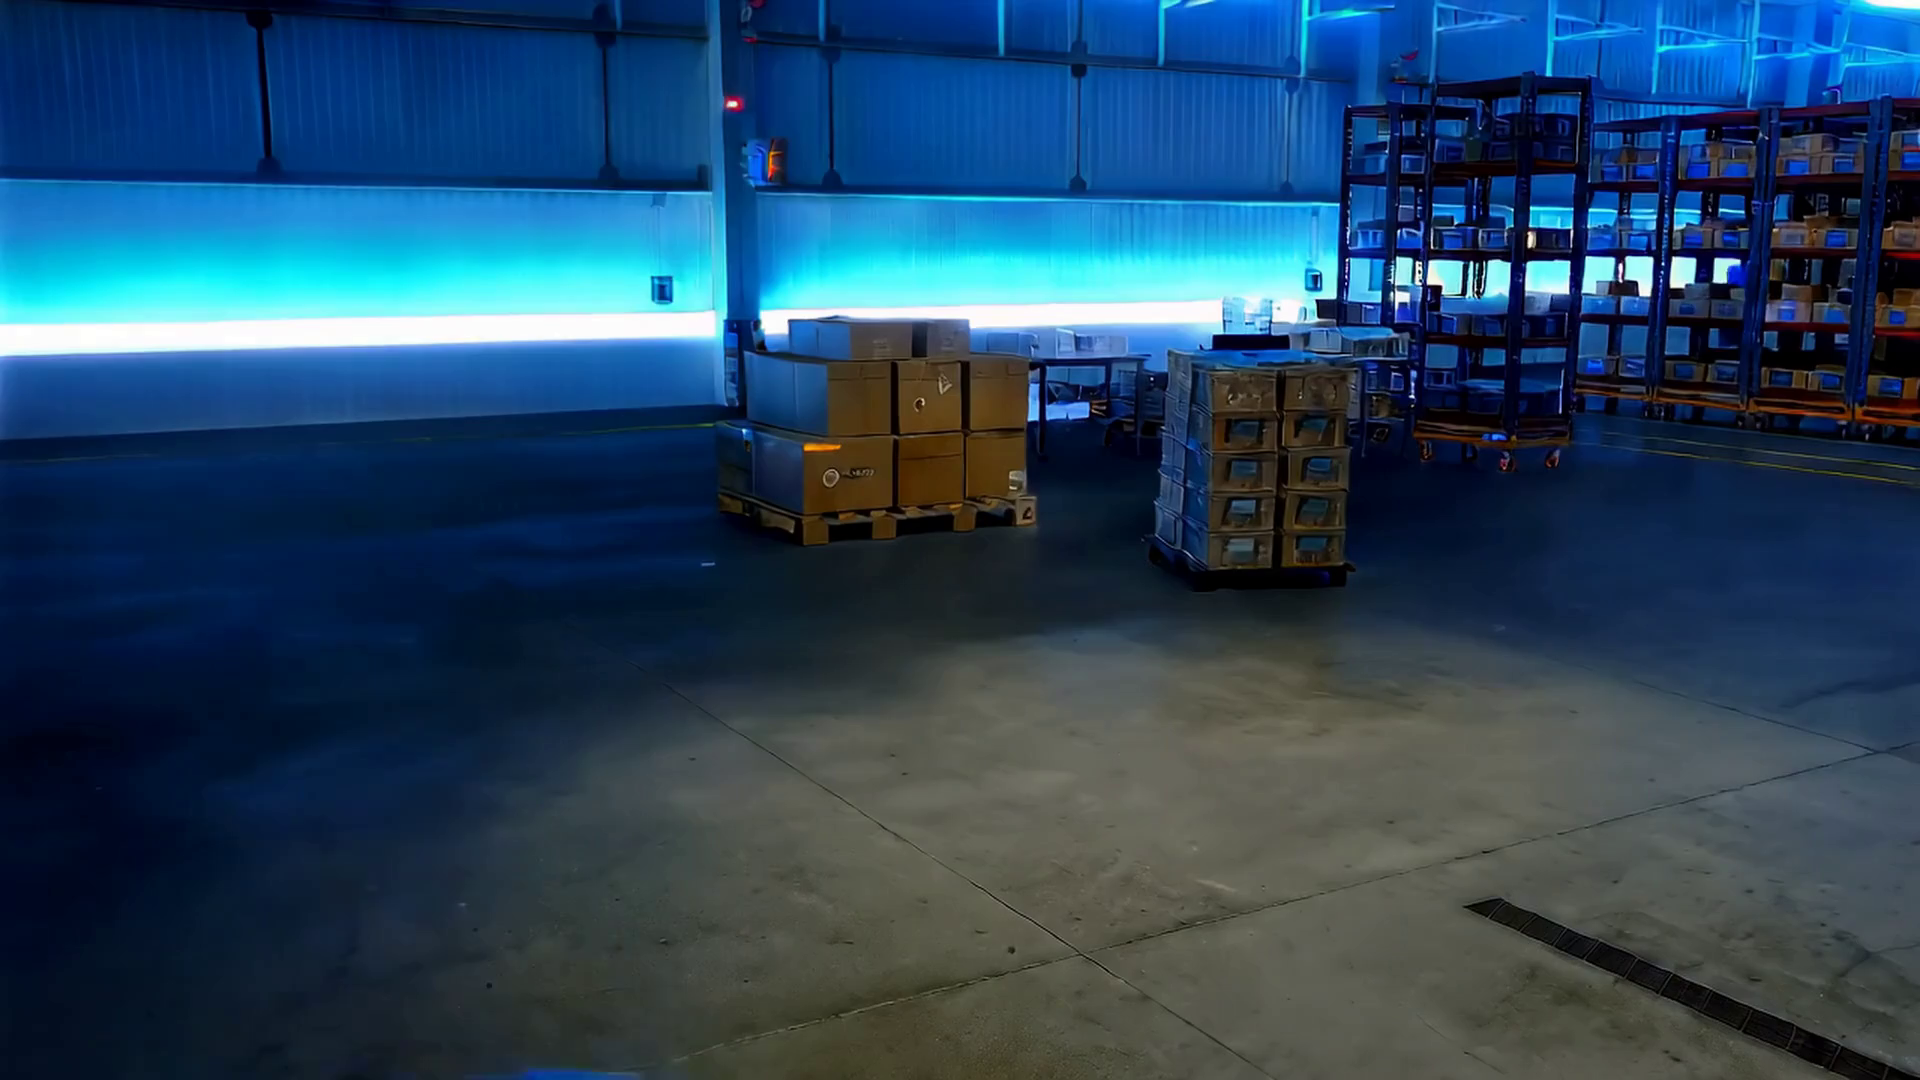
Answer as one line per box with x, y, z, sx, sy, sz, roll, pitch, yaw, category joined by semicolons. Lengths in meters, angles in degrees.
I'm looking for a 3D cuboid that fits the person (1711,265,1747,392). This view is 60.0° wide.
10.811;-2.932;23.308;0.930;1.800;0.598;-8;13;-38;person

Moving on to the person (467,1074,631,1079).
-0.264;0.978;0.937;0.549;1.895;0.949;-6;12;-31;person
